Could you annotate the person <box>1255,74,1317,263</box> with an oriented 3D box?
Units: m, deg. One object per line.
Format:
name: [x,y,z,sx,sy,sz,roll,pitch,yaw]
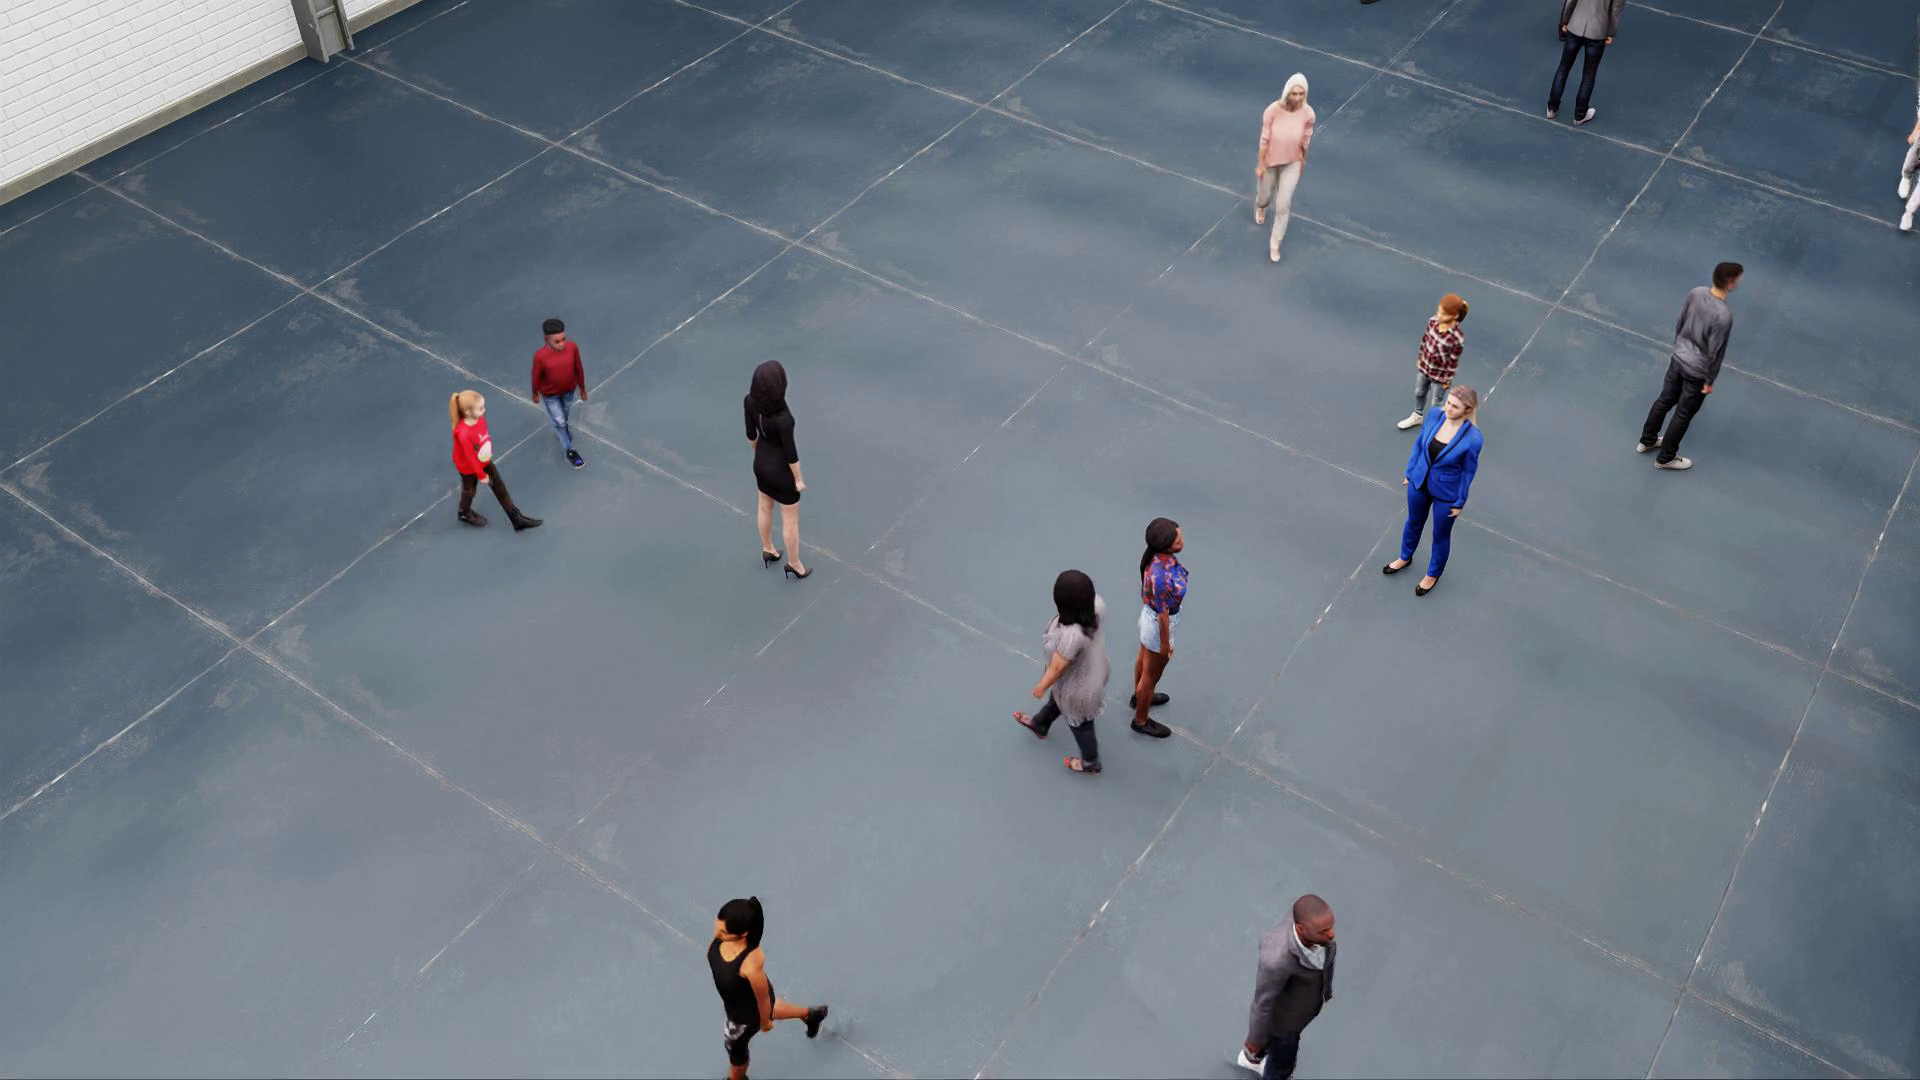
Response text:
person: [2.761,-3.290,14.374,0.881,1.709,1.029,2,44,2]

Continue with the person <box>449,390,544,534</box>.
person: [-3.498,-0.545,11.827,0.732,1.248,0.883,10,45,11]

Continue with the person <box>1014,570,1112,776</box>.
person: [0.780,0.846,10.125,0.812,1.580,0.895,15,46,15]

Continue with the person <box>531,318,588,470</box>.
person: [-3.043,-1.183,12.517,0.865,1.219,0.787,-23,48,-22]

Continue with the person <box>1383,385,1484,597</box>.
person: [3.250,-0.359,11.303,0.629,1.701,0.677,-31,52,-29]

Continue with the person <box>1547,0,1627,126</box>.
person: [6.036,-4.911,15.957,0.675,1.871,0.557,26,49,24]

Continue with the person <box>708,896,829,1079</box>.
person: [-1.041,2.302,8.553,1.076,1.640,0.863,-22,48,-21]

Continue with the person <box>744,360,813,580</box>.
person: [-1.256,-0.464,11.336,0.616,1.807,0.521,32,52,29]

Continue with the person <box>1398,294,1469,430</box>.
person: [3.621,-1.318,12.598,0.604,1.303,0.593,-21,47,-20]

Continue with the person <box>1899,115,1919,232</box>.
person: [8.679,-3.632,14.764,0.700,1.665,1.067,19,47,19]

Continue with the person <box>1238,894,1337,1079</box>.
person: [1.628,2.315,8.414,0.862,1.813,0.788,34,53,30]

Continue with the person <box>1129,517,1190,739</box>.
person: [1.226,0.524,10.346,0.730,1.743,0.628,1,44,1]

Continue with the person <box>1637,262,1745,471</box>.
person: [5.394,-1.293,12.240,0.725,1.760,0.697,-12,45,-13]
